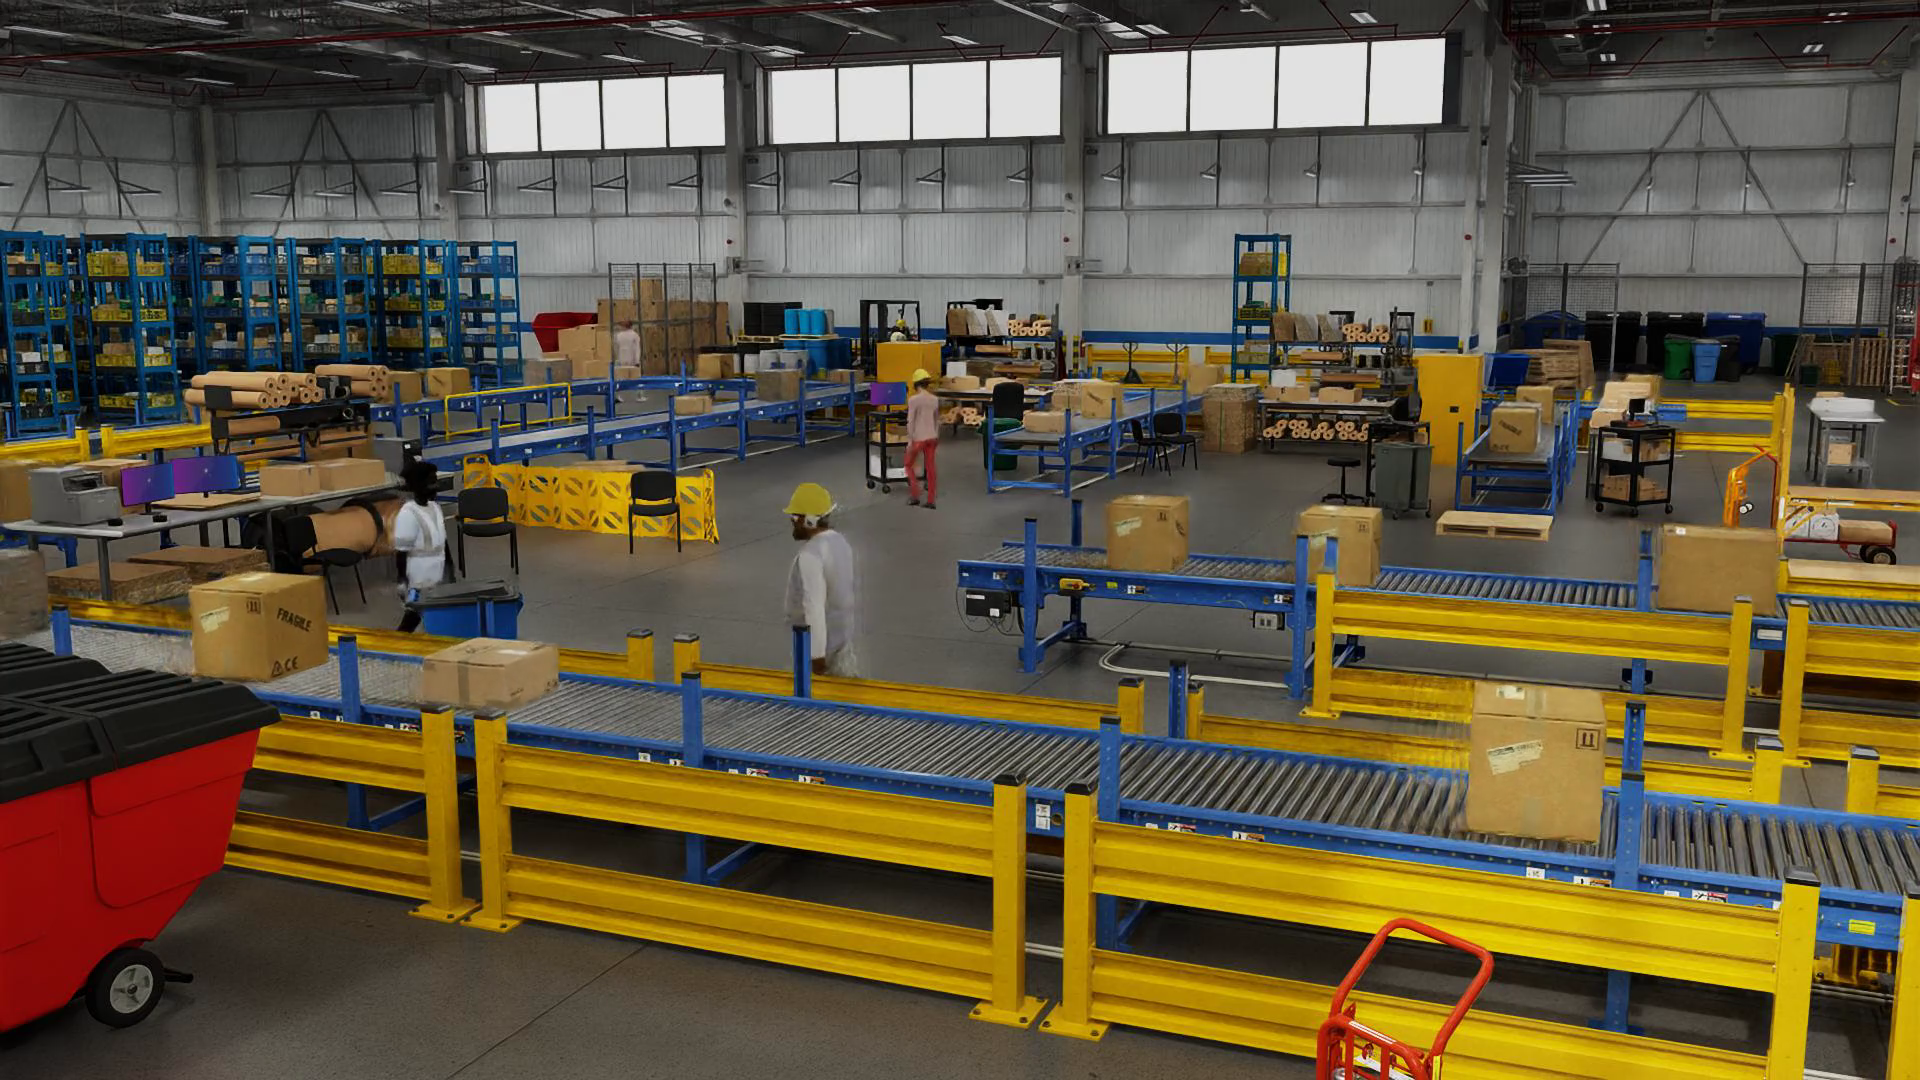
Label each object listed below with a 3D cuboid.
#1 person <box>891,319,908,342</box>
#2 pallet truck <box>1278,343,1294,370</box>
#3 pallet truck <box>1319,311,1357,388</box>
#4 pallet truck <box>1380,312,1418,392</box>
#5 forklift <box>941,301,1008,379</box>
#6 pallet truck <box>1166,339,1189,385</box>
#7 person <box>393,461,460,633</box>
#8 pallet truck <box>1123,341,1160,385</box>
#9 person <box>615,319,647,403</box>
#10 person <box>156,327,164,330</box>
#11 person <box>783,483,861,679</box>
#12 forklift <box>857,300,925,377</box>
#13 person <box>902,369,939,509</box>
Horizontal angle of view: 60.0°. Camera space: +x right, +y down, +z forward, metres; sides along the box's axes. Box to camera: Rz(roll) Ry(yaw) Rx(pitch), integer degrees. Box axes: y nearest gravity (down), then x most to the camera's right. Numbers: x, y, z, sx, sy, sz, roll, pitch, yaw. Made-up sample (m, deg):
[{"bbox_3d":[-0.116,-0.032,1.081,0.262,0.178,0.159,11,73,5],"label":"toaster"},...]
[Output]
[{"bbox_3d":[-1.343,-4.074,37.600,0.403,1.831,0.595,-5,11,-29],"label":"person"},{"bbox_3d":[7.886,-4.163,39.743,0.653,1.274,1.630,4,10,22],"label":"pallet truck"},{"bbox_3d":[9.071,-4.419,39.190,0.823,1.965,1.885,5,10,26],"label":"pallet truck"},{"bbox_3d":[10.207,-4.283,38.369,0.823,1.965,1.885,3,10,20],"label":"pallet truck"},{"bbox_3d":[0.365,-4.966,41.571,1.157,1.987,2.680,3,10,20],"label":"forklift"},{"bbox_3d":[5.418,-4.269,40.420,0.704,1.261,1.522,3,10,20],"label":"pallet truck"},{"bbox_3d":[-3.803,0.257,11.896,0.864,1.646,0.549,1,9,6],"label":"person"},{"bbox_3d":[4.445,-4.380,41.279,0.680,1.201,1.601,4,10,22],"label":"pallet truck"},{"bbox_3d":[-7.374,-3.979,36.927,0.653,1.871,0.959,5,10,26],"label":"person"},{"bbox_3d":[-17.941,-4.032,37.357,0.572,1.831,0.399,-6,11,-34],"label":"person"},{"bbox_3d":[-0.808,0.548,9.752,0.949,1.786,0.601,3,10,19],"label":"person"},{"bbox_3d":[-1.732,-5.109,42.468,1.157,1.987,2.680,4,10,22],"label":"forklift"},{"bbox_3d":[-0.510,-1.262,20.807,0.559,1.746,0.569,-9,13,-42],"label":"person"}]
